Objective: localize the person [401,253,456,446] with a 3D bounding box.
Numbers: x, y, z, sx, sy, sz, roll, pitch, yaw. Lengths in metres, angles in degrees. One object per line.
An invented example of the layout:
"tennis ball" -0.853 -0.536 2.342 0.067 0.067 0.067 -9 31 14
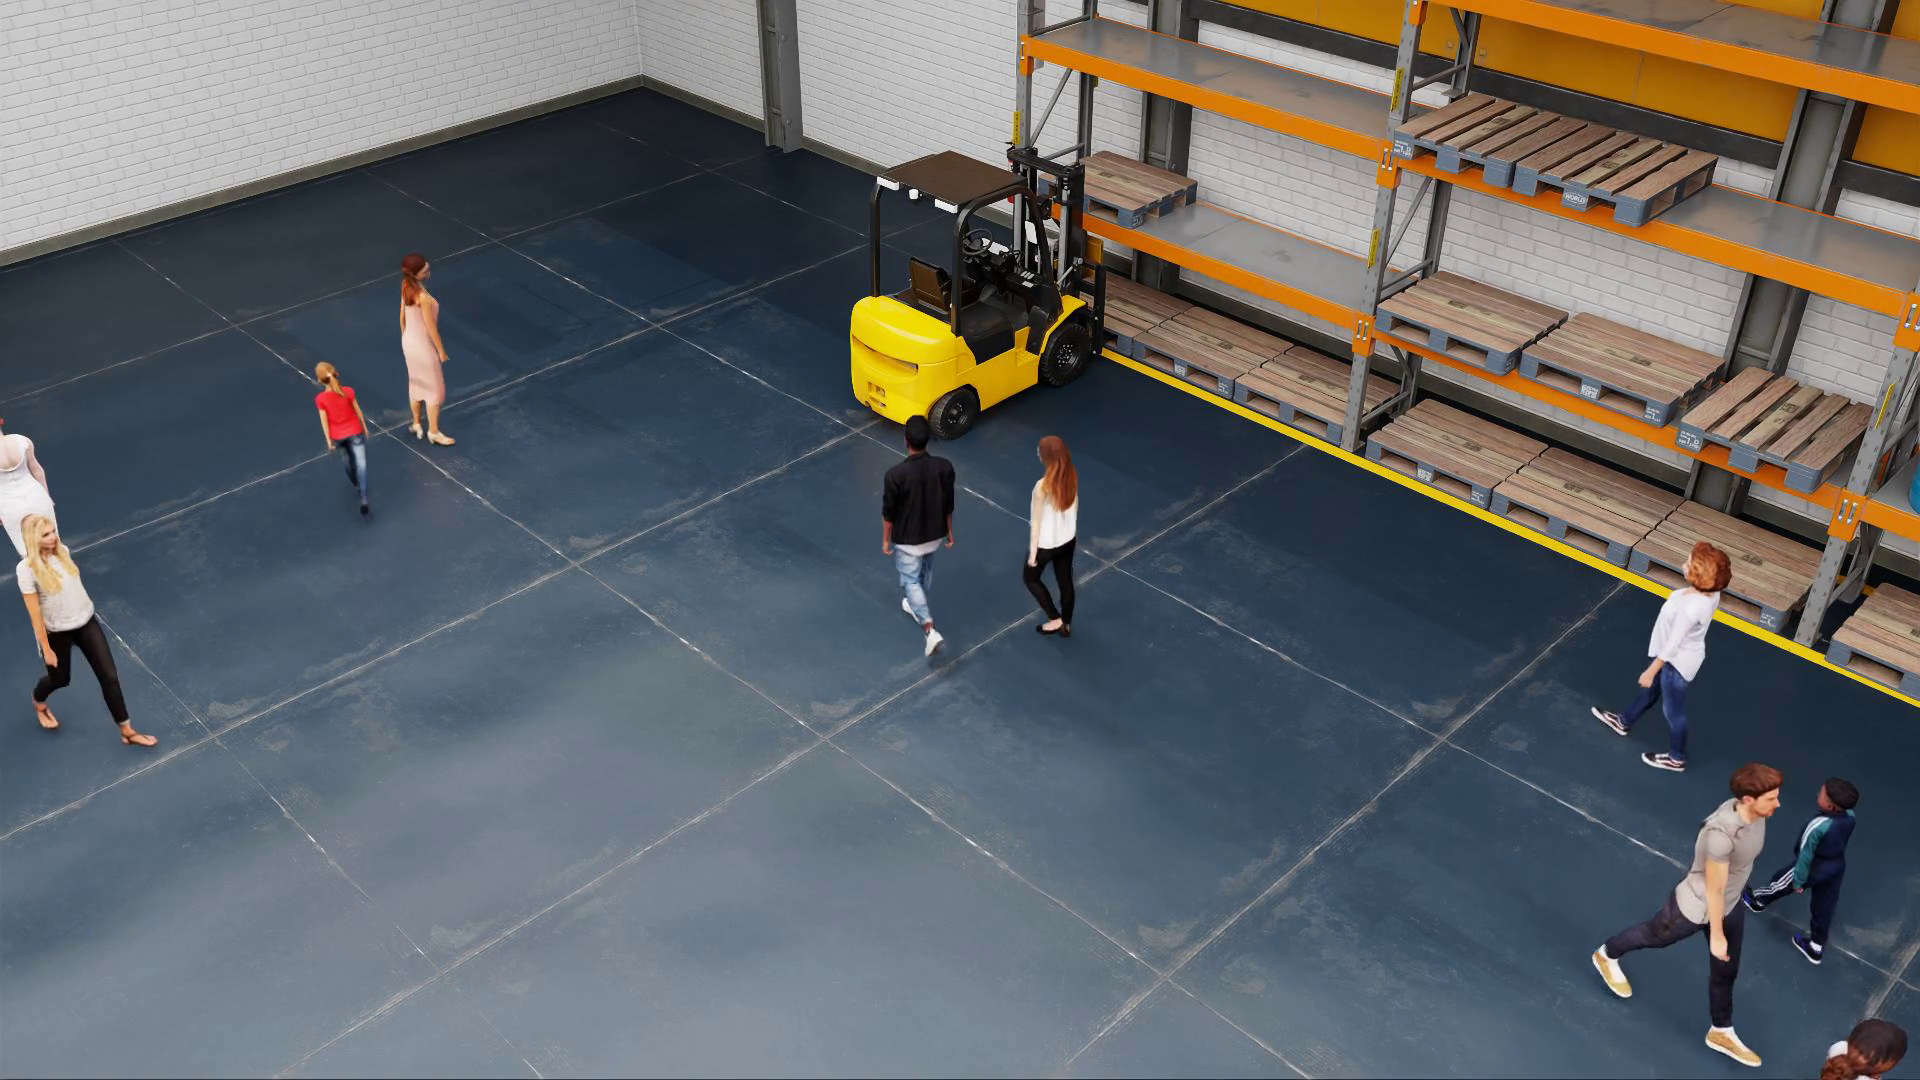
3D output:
"person" -4.705 -1.653 14.331 0.465 1.809 0.800 20 38 27

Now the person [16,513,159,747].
"person" -5.957 0.613 10.945 1.272 1.782 0.996 11 35 16

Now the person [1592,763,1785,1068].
"person" 3.916 1.904 8.947 0.807 1.845 1.286 -21 39 -28

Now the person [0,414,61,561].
"person" -6.860 -0.223 12.193 0.582 1.793 0.493 -25 41 -32

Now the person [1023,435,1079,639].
"person" 0.706 0.043 11.869 0.700 1.709 0.550 -18 38 -25

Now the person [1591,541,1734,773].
"person" 4.739 0.788 10.759 0.974 1.698 0.773 21 39 28

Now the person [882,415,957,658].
"person" -0.262 -0.011 11.880 0.935 1.786 1.182 -15 36 -21

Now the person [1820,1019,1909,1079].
"person" 3.948 2.829 7.687 1.021 1.699 0.990 -3 34 -4

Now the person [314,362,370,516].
"person" -4.990 -0.822 13.550 0.741 1.288 0.934 -9 35 -13

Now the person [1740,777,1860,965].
"person" 4.943 1.908 9.500 0.745 1.226 0.929 -10 35 -15
